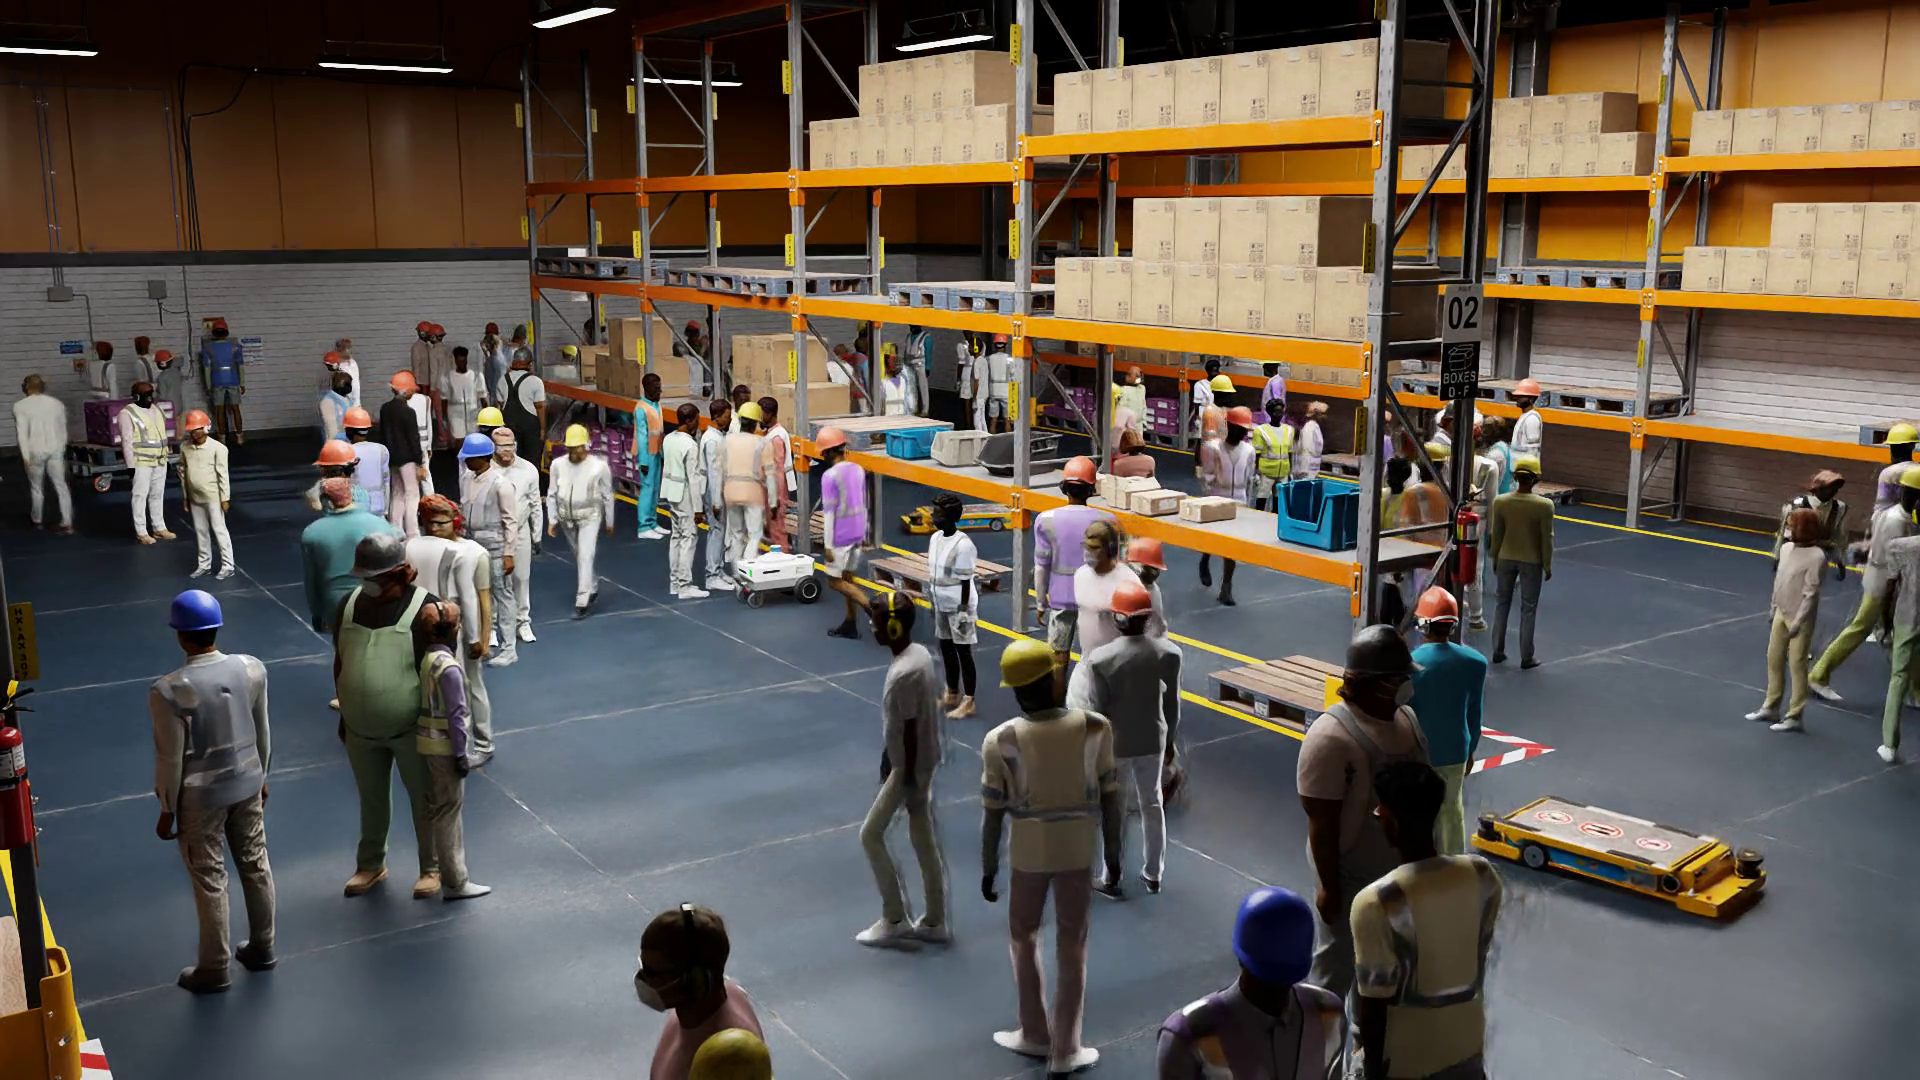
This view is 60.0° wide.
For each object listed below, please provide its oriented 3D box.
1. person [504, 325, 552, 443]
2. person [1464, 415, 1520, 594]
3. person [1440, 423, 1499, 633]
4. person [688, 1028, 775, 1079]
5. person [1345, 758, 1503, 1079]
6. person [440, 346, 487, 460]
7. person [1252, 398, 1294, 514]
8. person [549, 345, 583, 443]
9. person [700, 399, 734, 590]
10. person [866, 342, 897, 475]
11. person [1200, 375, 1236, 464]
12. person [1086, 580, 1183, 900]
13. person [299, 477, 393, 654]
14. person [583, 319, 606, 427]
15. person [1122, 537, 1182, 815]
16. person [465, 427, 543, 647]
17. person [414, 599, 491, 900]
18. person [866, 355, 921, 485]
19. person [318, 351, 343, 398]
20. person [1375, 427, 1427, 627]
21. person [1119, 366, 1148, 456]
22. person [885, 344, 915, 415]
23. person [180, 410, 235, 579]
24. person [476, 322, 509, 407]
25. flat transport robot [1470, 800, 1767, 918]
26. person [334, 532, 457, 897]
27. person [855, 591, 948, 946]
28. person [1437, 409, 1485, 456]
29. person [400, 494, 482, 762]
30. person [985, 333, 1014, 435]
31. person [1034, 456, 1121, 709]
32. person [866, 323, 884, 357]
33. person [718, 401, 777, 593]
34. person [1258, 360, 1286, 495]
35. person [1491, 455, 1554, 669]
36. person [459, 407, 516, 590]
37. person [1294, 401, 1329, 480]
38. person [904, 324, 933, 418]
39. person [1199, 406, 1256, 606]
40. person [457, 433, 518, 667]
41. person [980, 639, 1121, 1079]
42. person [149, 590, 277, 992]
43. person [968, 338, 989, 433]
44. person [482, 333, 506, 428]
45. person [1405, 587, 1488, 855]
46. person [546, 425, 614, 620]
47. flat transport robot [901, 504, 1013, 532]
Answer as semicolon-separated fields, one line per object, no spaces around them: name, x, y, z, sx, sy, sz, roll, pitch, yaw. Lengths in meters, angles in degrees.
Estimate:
person;-7.055;-2.510;26.698;1.039;2.000;0.731;1;11;4
person;5.170;-0.327;16.143;0.617;1.805;0.586;6;13;28
person;4.493;-0.110;14.823;0.575;1.883;0.362;6;13;30
person;-0.585;2.048;4.172;0.493;1.728;0.324;4;12;17
person;1.568;1.683;5.580;0.603;1.924;1.004;-4;12;-19
person;-6.874;-1.741;23.054;0.610;1.934;0.943;-5;12;-24
person;3.480;-0.735;18.501;0.532;1.696;0.319;-4;12;-21
person;-6.060;-2.125;25.507;0.456;1.727;0.561;6;12;27
person;-2.422;-0.453;16.520;0.402;1.909;0.599;0;11;-2
person;-1.080;-1.873;23.780;0.592;1.905;0.446;-5;12;-23
person;2.902;-0.899;18.745;0.381;1.924;0.593;4;12;21
person;0.925;1.082;9.049;0.573;1.750;0.332;-4;12;-20
person;-4.294;0.487;11.799;0.686;1.868;0.463;-2;11;-12
person;-6.256;-2.821;28.577;0.365;1.932;0.629;-3;11;-14
person;1.069;0.824;10.435;0.455;1.722;0.594;8;14;36
person;-3.929;-0.031;14.392;0.654;1.901;0.398;-5;12;-24
person;-2.817;1.136;9.063;0.315;1.641;0.515;-9;14;-38
person;-0.923;-1.650;22.946;0.964;1.789;0.574;10;15;40
person;-9.005;-1.845;24.019;0.563;1.755;0.321;7;13;34
person;4.014;-0.099;14.937;0.619;1.814;0.625;7;13;32
person;2.417;-1.611;23.170;0.503;1.623;0.299;-10;15;-42
person;-0.931;-1.860;23.783;0.619;1.888;0.684;-4;12;-20
person;-7.713;-0.458;16.974;0.564;1.742;0.356;4;12;18
person;-7.972;-2.782;28.493;0.578;1.884;0.353;-6;12;-27
flat transport robot;3.711;1.753;9.423;0.652;0.197;1.431;-10;15;-42
person;-3.100;0.943;9.025;0.672;2.000;0.536;2;11;8
person;-0.322;1.157;8.440;0.603;1.841;0.502;3;12;16
person;5.610;-0.846;18.756;0.578;1.822;0.580;10;15;41
person;-3.472;0.622;11.108;0.587;1.874;0.373;4;12;20
person;0.620;-2.223;25.533;0.550;1.926;0.389;3;11;15
person;0.824;0.425;11.672;0.605;2.044;0.374;2;11;10
person;-1.546;-2.985;29.636;0.336;1.842;0.508;6;13;29
person;-2.130;-0.400;16.302;0.657;1.890;0.640;2;11;9
person;4.131;-1.551;22.105;0.387;1.931;0.604;1;11;7
person;4.625;0.174;13.695;0.524;1.761;0.339;10;15;42
person;-4.383;-0.287;15.611;0.594;1.924;0.379;2;11;12
person;3.921;-0.761;18.809;0.432;1.614;0.576;4;12;21
person;-0.791;-3.163;30.590;0.635;1.832;0.429;9;14;40
person;2.535;-0.351;15.989;0.581;1.913;0.649;-2;11;-12
person;-3.893;0.079;13.702;0.605;1.943;0.402;7;13;34
person;0.405;1.375;7.240;0.623;1.882;0.550;-2;11;-9
person;-3.574;1.194;7.978;0.387;1.948;0.602;6;13;29
person;0.265;-2.149;25.326;0.334;1.860;0.508;3;11;15
person;-7.016;-2.163;25.185;0.352;1.937;0.635;-3;12;-17
person;2.516;1.113;8.895;0.559;1.751;0.326;-3;11;-15
person;-3.547;-0.201;15.546;0.578;1.780;0.927;2;11;11
flat transport robot;0.057;-0.270;19.775;1.431;0.197;0.652;-2;11;-12
